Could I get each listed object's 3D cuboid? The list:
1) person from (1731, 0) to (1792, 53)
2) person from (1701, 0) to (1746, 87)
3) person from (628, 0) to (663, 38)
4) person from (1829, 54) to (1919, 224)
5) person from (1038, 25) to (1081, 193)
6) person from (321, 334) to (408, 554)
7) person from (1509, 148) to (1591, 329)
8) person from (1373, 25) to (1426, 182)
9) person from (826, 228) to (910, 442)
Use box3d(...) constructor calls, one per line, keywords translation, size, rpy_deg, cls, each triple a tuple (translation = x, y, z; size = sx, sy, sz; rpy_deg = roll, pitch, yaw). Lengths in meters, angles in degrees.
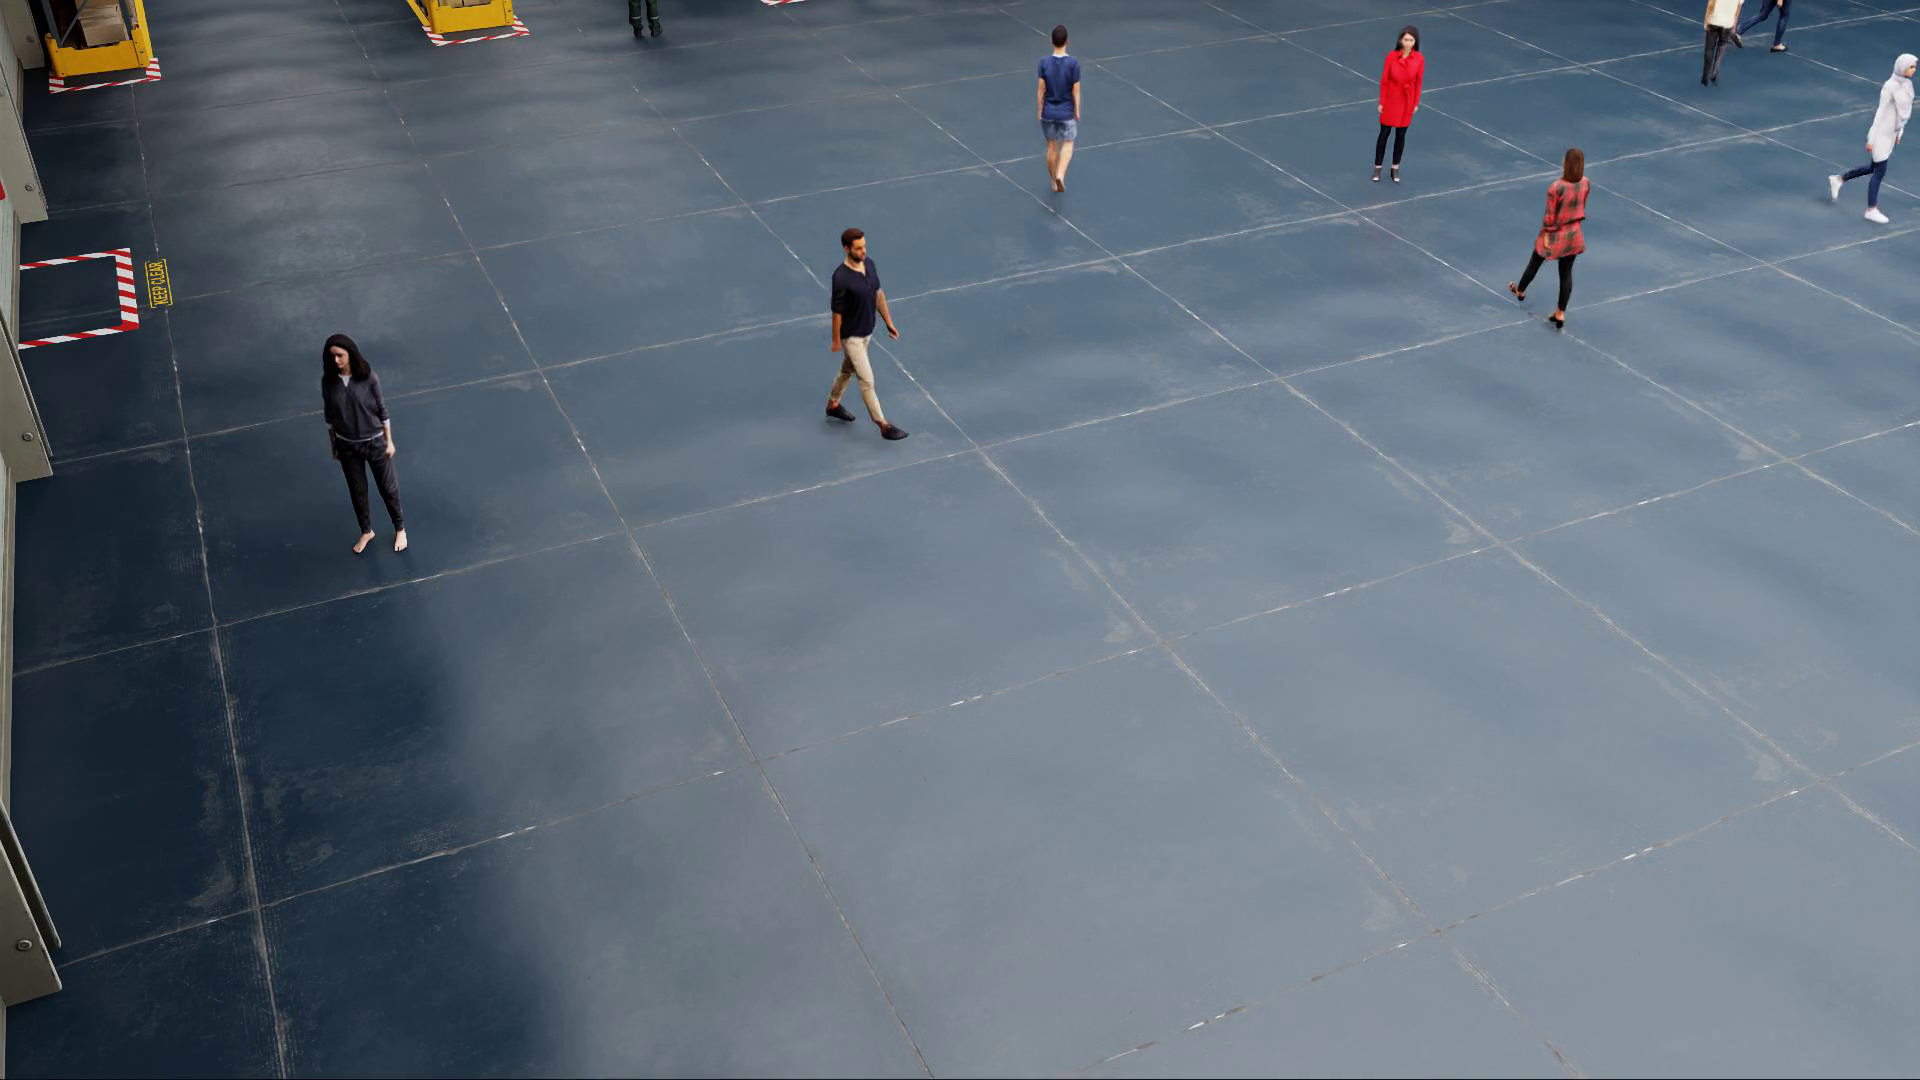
box3d(translation=(11.089, -7.478, 22.693), size=(0.892, 1.681, 1.077), rpy_deg=(-1, 33, -2), cls="person")
box3d(translation=(9.855, -6.660, 21.529), size=(0.695, 1.578, 0.737), rpy_deg=(8, 34, 12), cls="person")
box3d(translation=(-4.529, -8.087, 23.429), size=(0.740, 1.899, 0.703), rpy_deg=(-2, 33, -4), cls="person")
box3d(translation=(9.792, -4.321, 17.771), size=(0.705, 1.754, 1.062), rpy_deg=(-18, 37, -26), cls="person")
box3d(translation=(1.078, -4.666, 18.231), size=(0.879, 1.831, 0.981), rpy_deg=(5, 33, 7), cls="person")
box3d(translation=(-4.388, -0.719, 12.223), size=(0.665, 1.764, 0.629), rpy_deg=(-3, 33, -4), cls="person")
box3d(translation=(5.635, -2.784, 15.491), size=(0.783, 1.664, 1.089), rpy_deg=(-6, 34, -10), cls="person")
box3d(translation=(4.911, -4.891, 18.651), size=(0.728, 1.751, 0.768), rpy_deg=(4, 33, 7), cls="person")
box3d(translation=(-0.922, -1.718, 13.725), size=(1.217, 1.801, 1.044), rpy_deg=(18, 37, 25), cls="person")
